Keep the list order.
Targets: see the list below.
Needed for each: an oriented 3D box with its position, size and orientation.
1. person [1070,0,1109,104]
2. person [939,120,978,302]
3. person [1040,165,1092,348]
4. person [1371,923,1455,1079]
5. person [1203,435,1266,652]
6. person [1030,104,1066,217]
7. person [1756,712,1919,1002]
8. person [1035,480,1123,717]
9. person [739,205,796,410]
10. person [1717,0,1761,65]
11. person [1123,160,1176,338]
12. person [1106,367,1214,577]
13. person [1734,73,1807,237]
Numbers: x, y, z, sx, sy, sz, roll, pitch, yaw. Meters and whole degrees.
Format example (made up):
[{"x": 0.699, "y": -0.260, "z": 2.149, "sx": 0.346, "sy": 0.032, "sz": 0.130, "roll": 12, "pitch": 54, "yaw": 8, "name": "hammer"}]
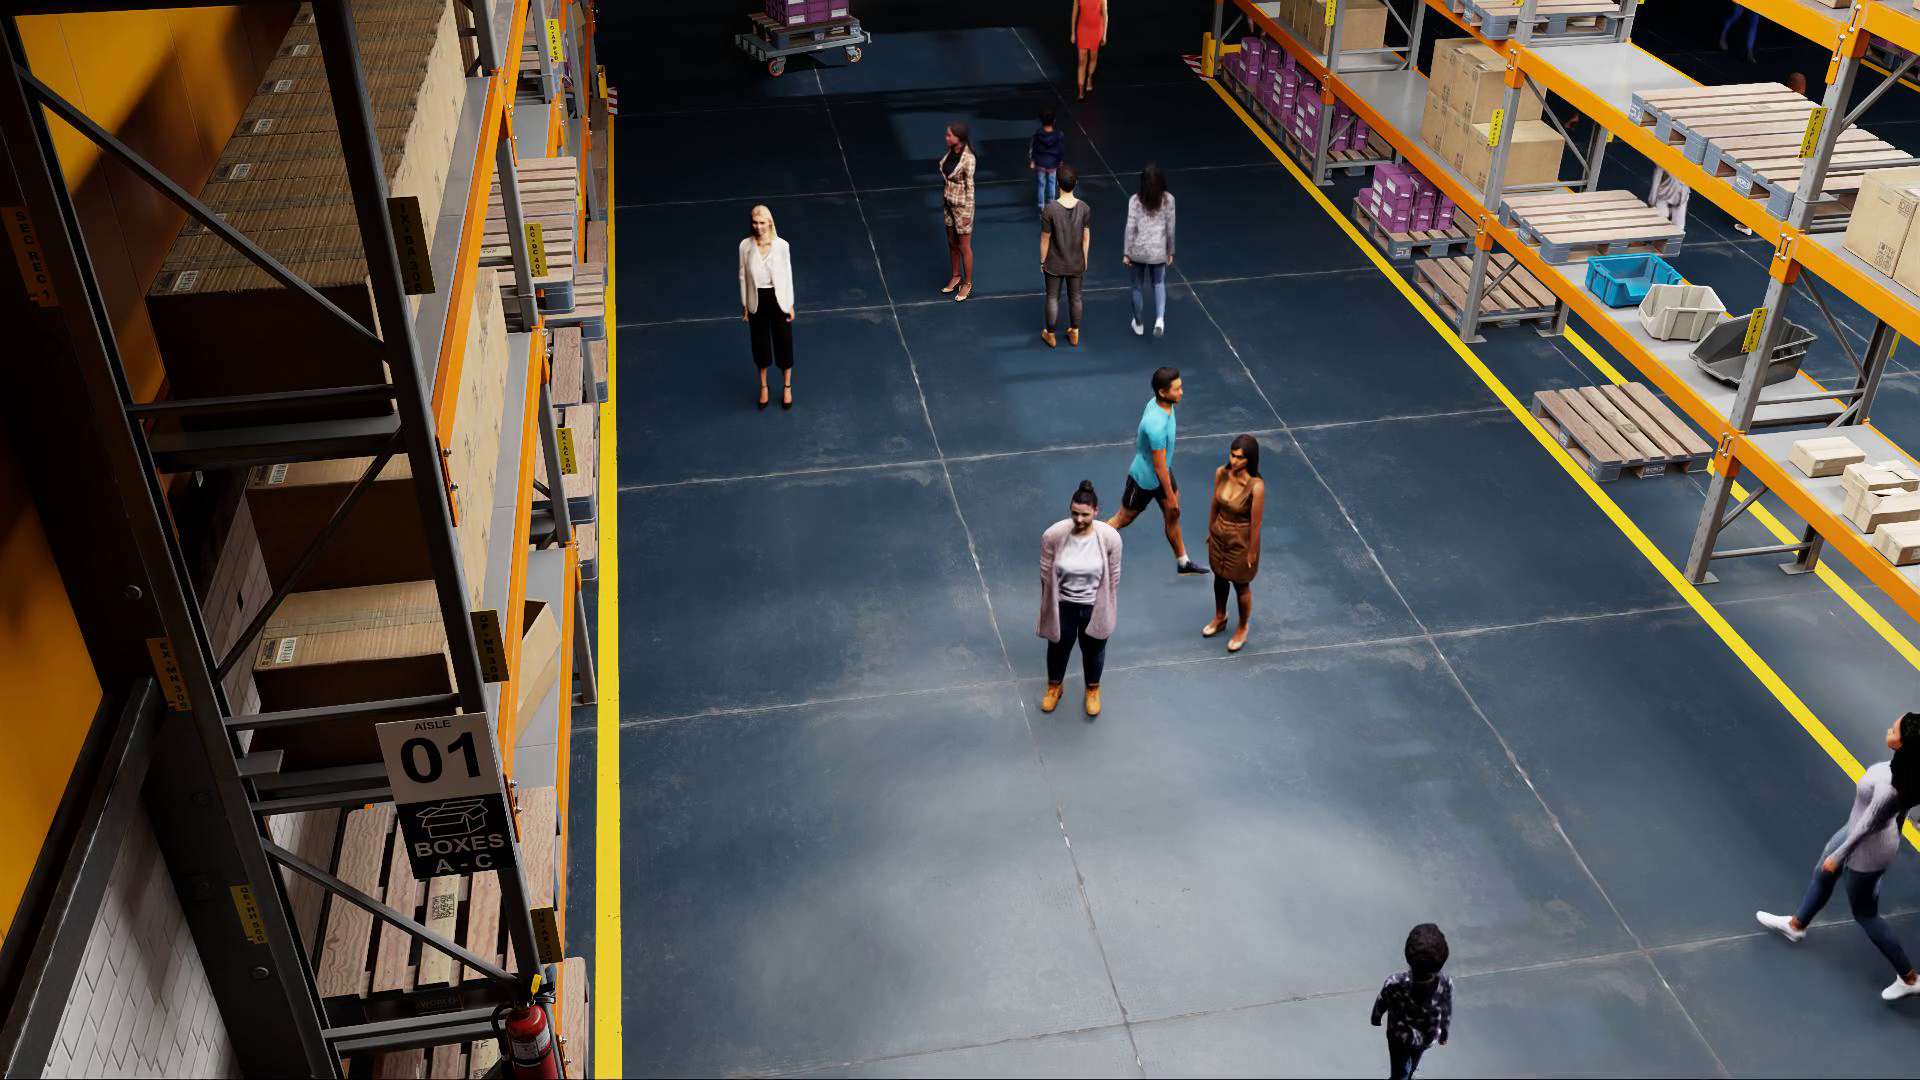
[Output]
[{"x": 1.648, "y": -6.413, "z": 20.999, "sx": 0.776, "sy": 1.659, "sz": 1.216, "roll": 2, "pitch": 34, "yaw": 2, "name": "person"}, {"x": -0.011, "y": -3.168, "z": 15.996, "sx": 0.725, "sy": 1.794, "sz": 0.609, "roll": -20, "pitch": 38, "yaw": -27, "name": "person"}, {"x": 0.965, "y": -2.581, "z": 15.186, "sx": 0.621, "sy": 1.711, "sz": 0.565, "roll": -2, "pitch": 34, "yaw": -3, "name": "person"}, {"x": 2.220, "y": 2.404, "z": 8.115, "sx": 0.592, "sy": 1.237, "sz": 0.714, "roll": 1, "pitch": 34, "yaw": 2, "name": "person"}, {"x": 1.868, "y": 0.013, "z": 11.309, "sx": 0.705, "sy": 1.684, "sz": 0.609, "roll": -26, "pitch": 42, "yaw": -34, "name": "person"}, {"x": 0.921, "y": -4.060, "z": 17.865, "sx": 0.646, "sy": 1.210, "sz": 0.792, "roll": 3, "pitch": 34, "yaw": 5, "name": "person"}, {"x": 4.883, "y": 1.698, "z": 8.758, "sx": 1.196, "sy": 1.702, "sz": 1.066, "roll": 25, "pitch": 41, "yaw": 33, "name": "person"}, {"x": 0.773, "y": 0.373, "z": 10.714, "sx": 0.760, "sy": 1.743, "sz": 0.731, "roll": 4, "pitch": 34, "yaw": 6, "name": "person"}, {"x": -1.624, "y": -1.965, "z": 14.127, "sx": 0.637, "sy": 1.858, "sz": 0.573, "roll": 0, "pitch": 34, "yaw": 0, "name": "person"}, {"x": 10.554, "y": -7.301, "z": 22.348, "sx": 0.656, "sy": 1.645, "sz": 1.119, "roll": -4, "pitch": 34, "yaw": -5, "name": "person"}, {"x": 1.728, "y": -2.605, "z": 15.217, "sx": 0.663, "sy": 1.717, "sz": 0.884, "roll": -3, "pitch": 34, "yaw": -4, "name": "person"}, {"x": 1.275, "y": -0.448, "z": 11.971, "sx": 1.082, "sy": 1.719, "sz": 1.204, "roll": 11, "pitch": 35, "yaw": 15, "name": "person"}, {"x": 8.502, "y": -4.024, "z": 17.342, "sx": 0.584, "sy": 1.728, "sz": 0.524, "roll": -3, "pitch": 34, "yaw": -5, "name": "person"}]
